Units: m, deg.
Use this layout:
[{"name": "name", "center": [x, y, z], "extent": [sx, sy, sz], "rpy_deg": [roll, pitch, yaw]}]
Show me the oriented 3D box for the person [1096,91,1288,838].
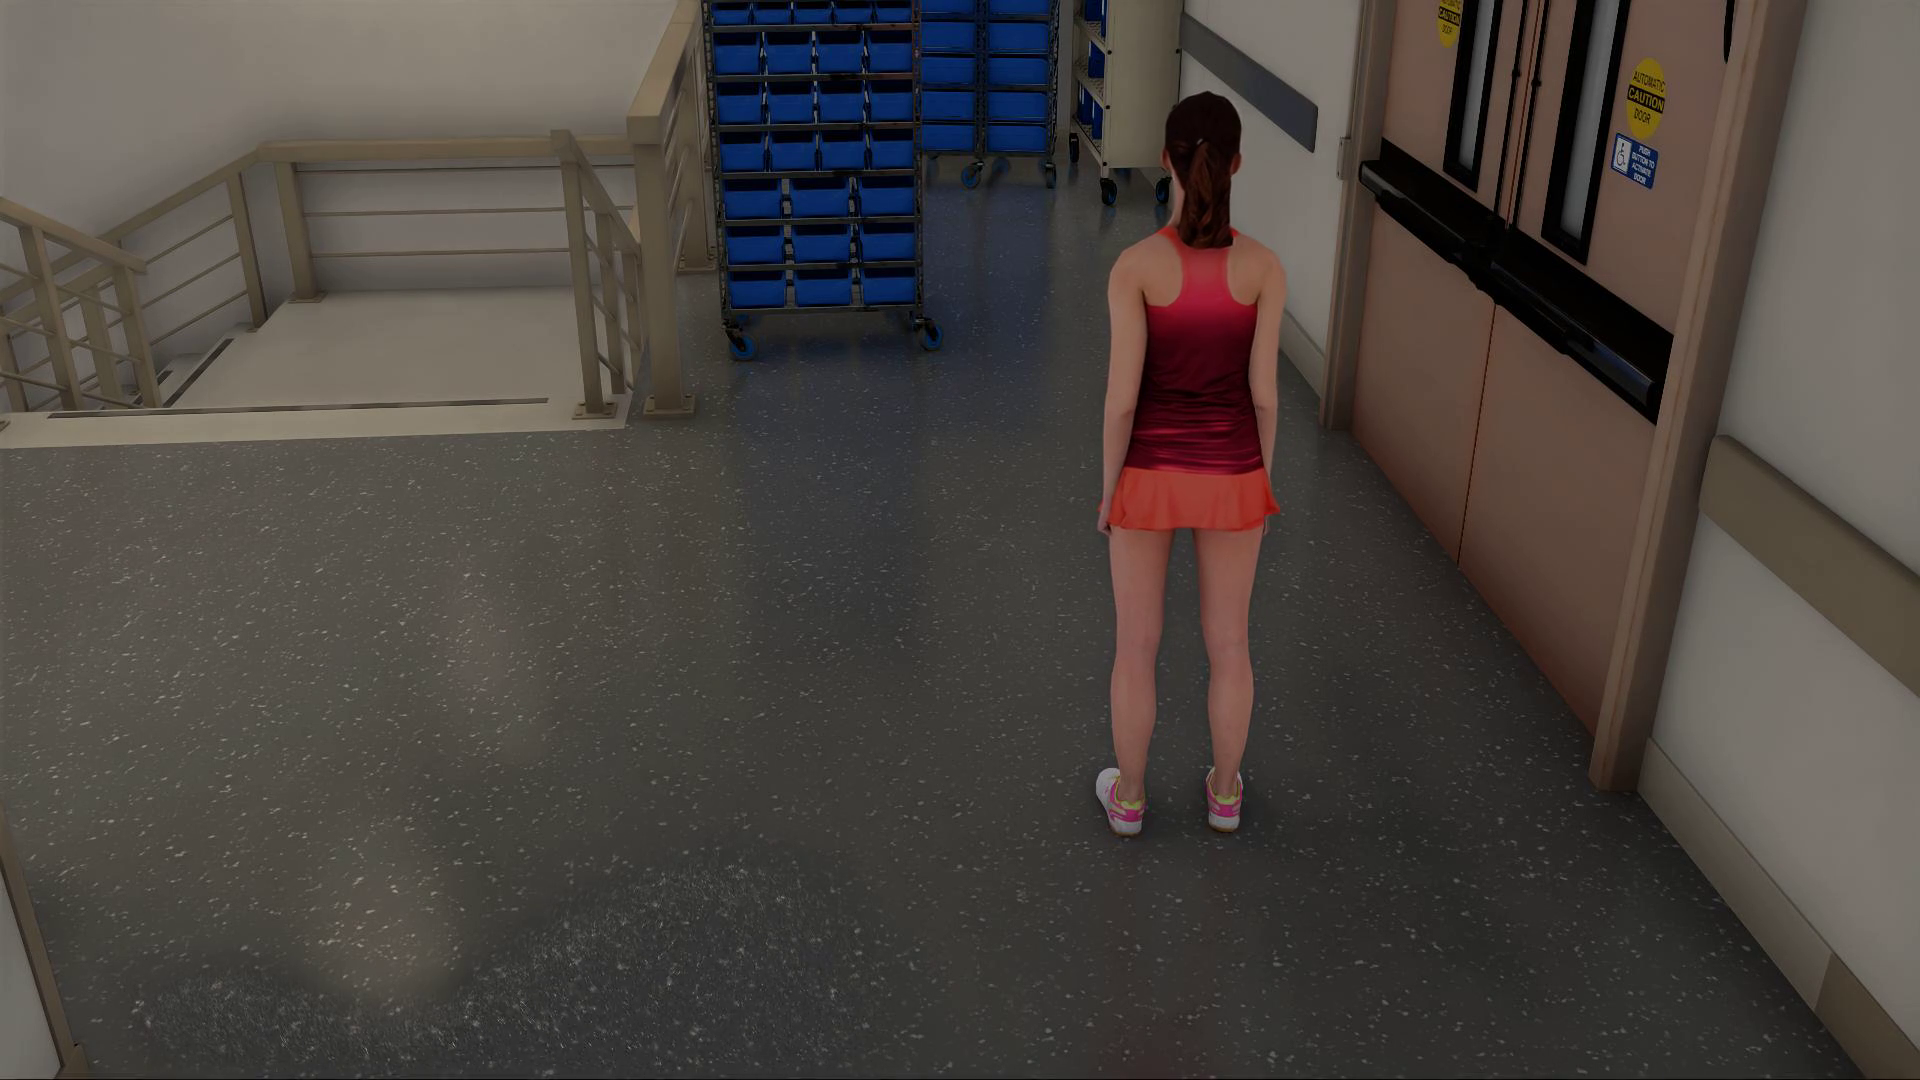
[{"name": "person", "center": [0.509, -0.125, 3.771], "extent": [0.571, 1.752, 0.546], "rpy_deg": [0, 26, -1]}]
